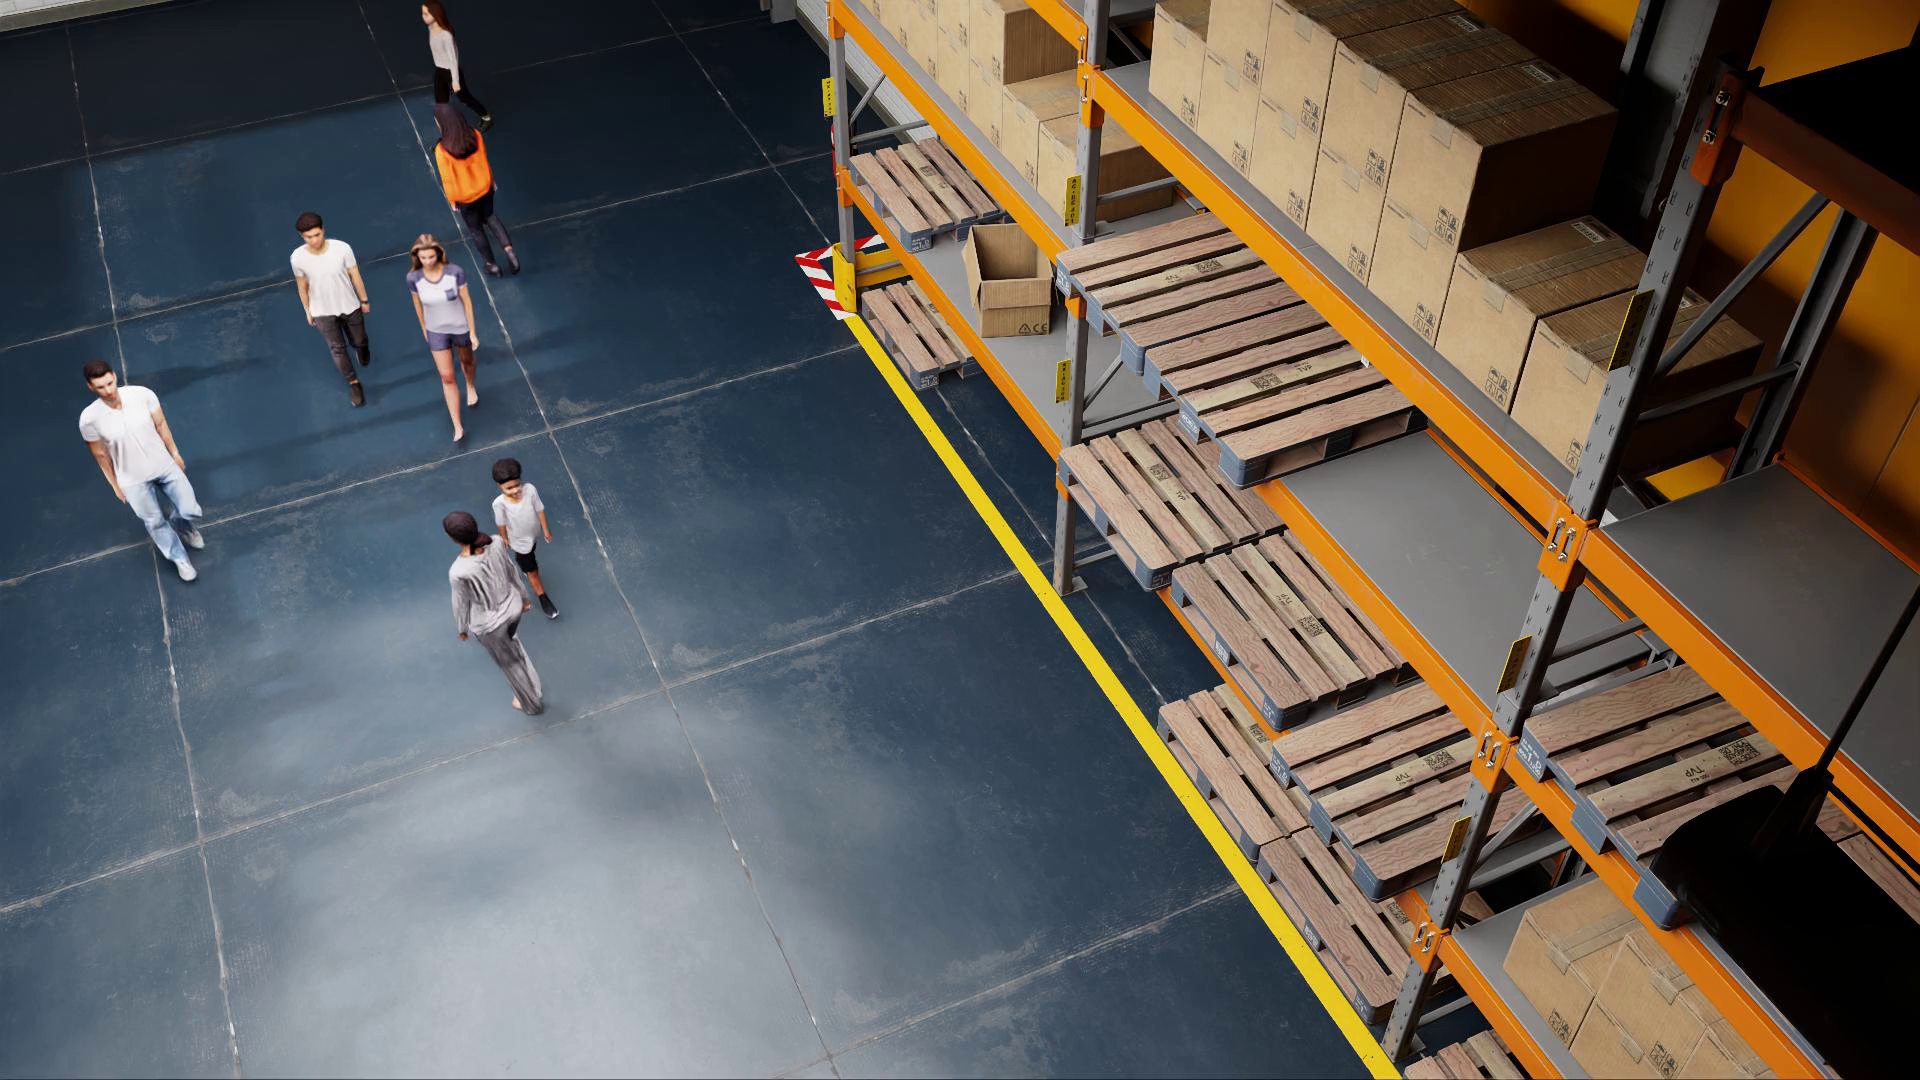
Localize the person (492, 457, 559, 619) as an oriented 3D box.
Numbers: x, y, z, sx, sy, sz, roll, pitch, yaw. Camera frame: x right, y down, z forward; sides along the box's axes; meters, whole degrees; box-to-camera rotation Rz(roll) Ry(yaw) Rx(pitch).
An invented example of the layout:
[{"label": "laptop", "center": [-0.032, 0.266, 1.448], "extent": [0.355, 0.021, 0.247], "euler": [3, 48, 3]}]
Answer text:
[{"label": "person", "center": [-3.044, -0.110, 11.514], "extent": [0.616, 1.235, 0.942], "euler": [-29, 51, -27]}]

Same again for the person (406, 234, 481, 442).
[{"label": "person", "center": [-3.922, -1.670, 12.826], "extent": [0.746, 1.685, 1.090], "euler": [-9, 44, -9]}]

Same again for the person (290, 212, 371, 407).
[{"label": "person", "center": [-4.905, -1.893, 13.046], "extent": [0.712, 1.703, 0.914], "euler": [-12, 45, -12]}]

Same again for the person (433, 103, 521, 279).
[{"label": "person", "center": [-4.070, -2.903, 14.088], "extent": [0.895, 1.730, 0.810], "euler": [32, 52, 29]}]

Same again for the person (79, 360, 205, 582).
[{"label": "person", "center": [-5.658, -0.532, 11.510], "extent": [0.754, 1.851, 0.814], "euler": [-28, 50, -26]}]

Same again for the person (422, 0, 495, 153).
[{"label": "person", "center": [-4.831, -4.484, 15.948], "extent": [0.984, 1.452, 0.865], "euler": [32, 52, 29]}]

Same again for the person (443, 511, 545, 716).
[{"label": "person", "center": [-2.853, 0.517, 10.476], "extent": [0.798, 1.759, 0.762], "euler": [26, 49, 24]}]
